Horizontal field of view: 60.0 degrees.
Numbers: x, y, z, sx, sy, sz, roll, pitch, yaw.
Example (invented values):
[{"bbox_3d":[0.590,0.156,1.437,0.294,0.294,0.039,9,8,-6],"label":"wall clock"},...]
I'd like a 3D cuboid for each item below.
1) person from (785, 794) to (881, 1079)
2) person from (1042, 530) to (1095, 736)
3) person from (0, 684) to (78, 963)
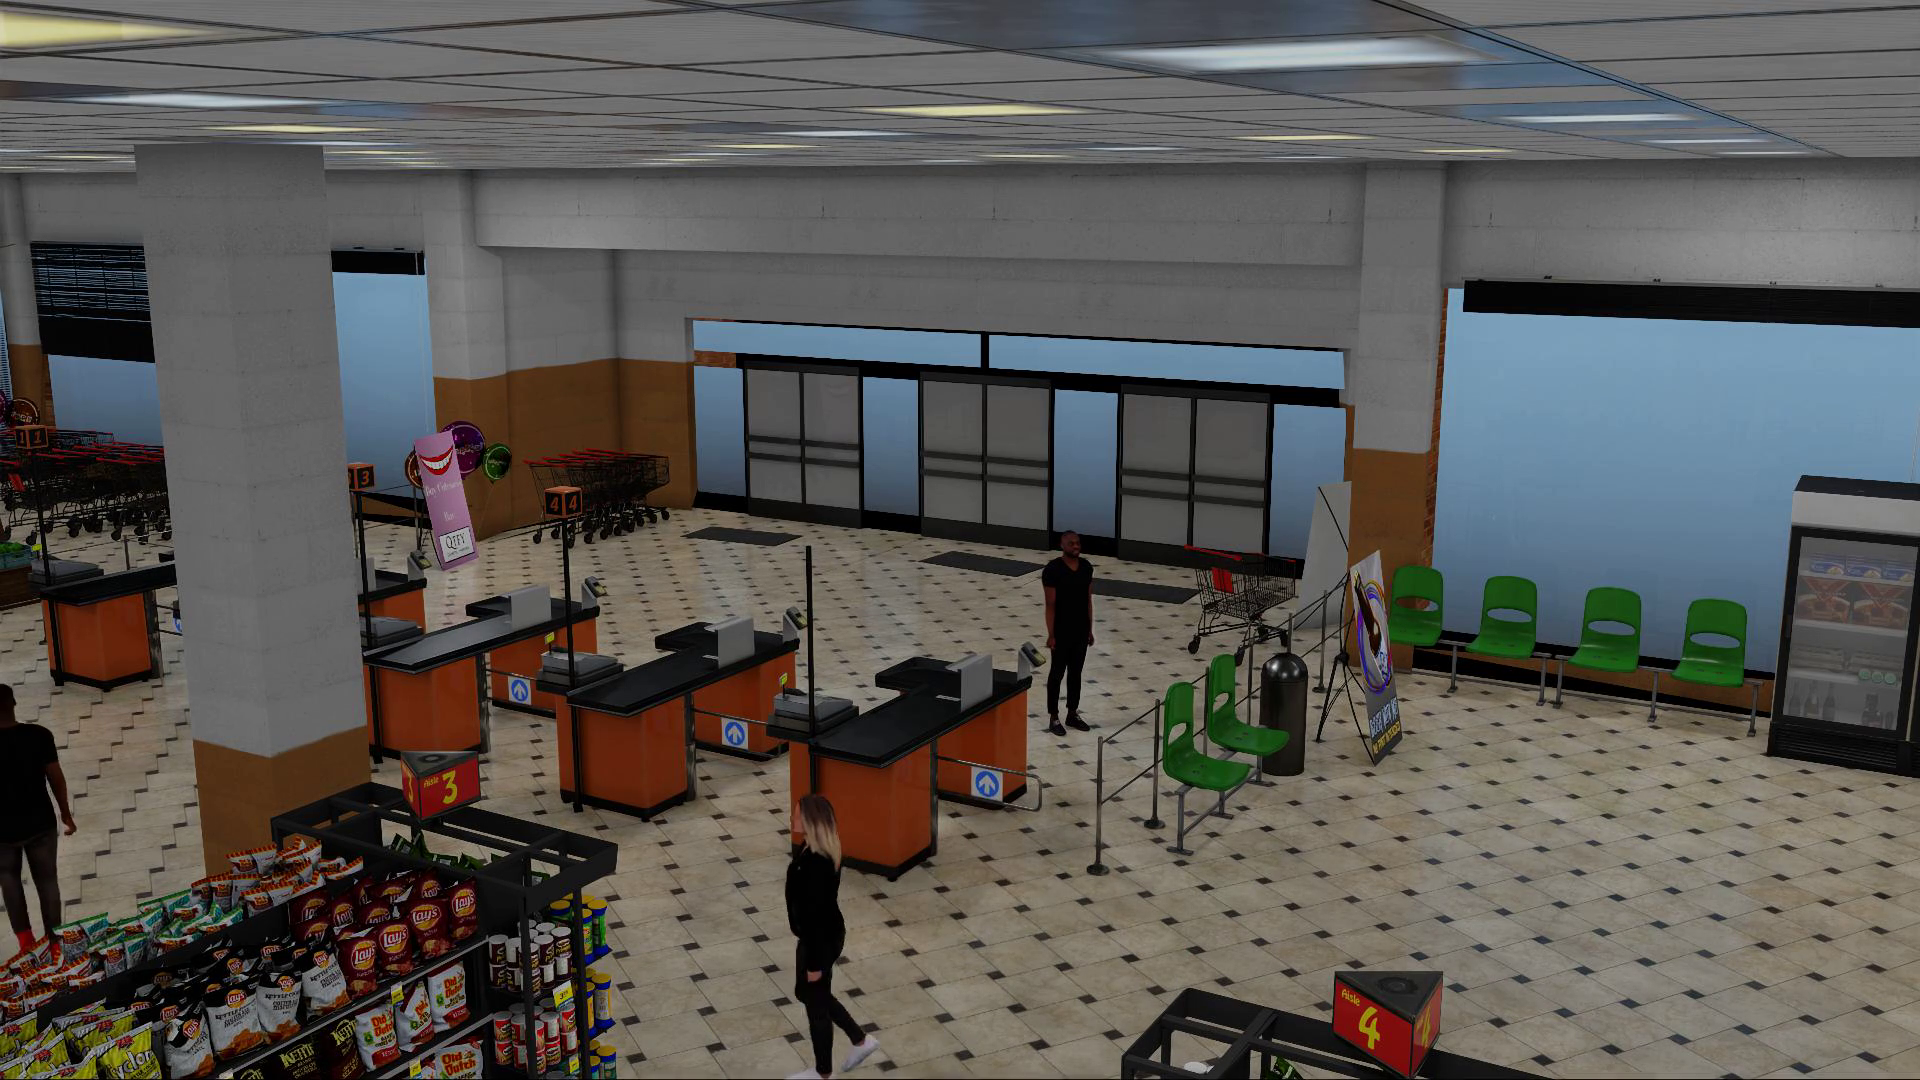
[{"bbox_3d":[-0.643,2.132,8.757,0.857,1.676,0.815,0,12,0],"label":"person"},{"bbox_3d":[0.956,0.800,14.732,0.682,1.820,0.809,-7,14,-30],"label":"person"},{"bbox_3d":[-5.744,1.777,10.169,0.784,1.789,0.885,-5,13,-24],"label":"person"}]
